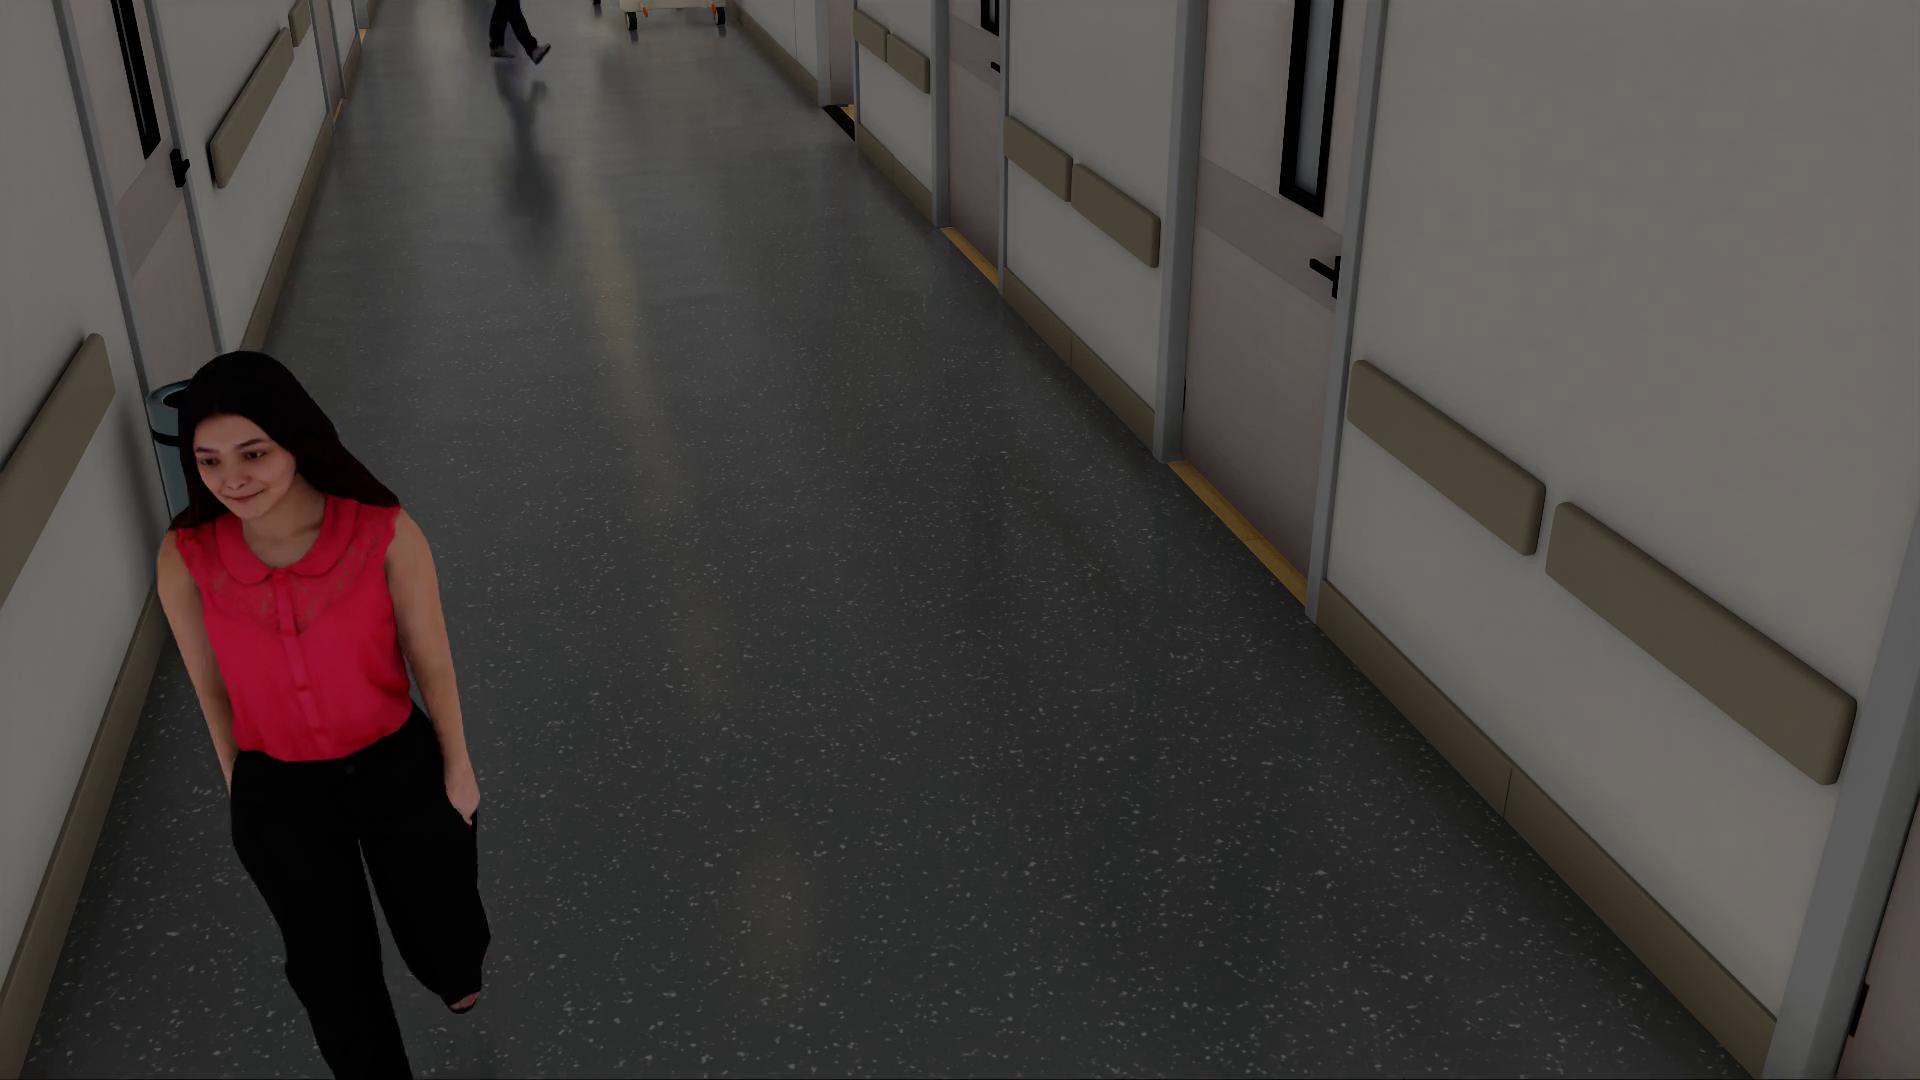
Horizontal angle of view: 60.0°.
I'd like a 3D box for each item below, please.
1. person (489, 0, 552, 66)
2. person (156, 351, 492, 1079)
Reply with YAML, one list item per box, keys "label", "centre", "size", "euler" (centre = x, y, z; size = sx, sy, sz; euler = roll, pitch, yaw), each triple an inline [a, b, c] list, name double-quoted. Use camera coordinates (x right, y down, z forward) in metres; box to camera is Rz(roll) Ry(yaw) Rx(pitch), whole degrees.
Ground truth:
- label: "person"
  centre: [-3.806, -4.830, 13.674]
  size: [1.192, 1.808, 1.213]
  euler: [20, 32, 36]
- label: "person"
  centre: [-1.078, 0.435, 2.946]
  size: [0.766, 1.643, 0.651]
  euler: [-7, 27, -14]
